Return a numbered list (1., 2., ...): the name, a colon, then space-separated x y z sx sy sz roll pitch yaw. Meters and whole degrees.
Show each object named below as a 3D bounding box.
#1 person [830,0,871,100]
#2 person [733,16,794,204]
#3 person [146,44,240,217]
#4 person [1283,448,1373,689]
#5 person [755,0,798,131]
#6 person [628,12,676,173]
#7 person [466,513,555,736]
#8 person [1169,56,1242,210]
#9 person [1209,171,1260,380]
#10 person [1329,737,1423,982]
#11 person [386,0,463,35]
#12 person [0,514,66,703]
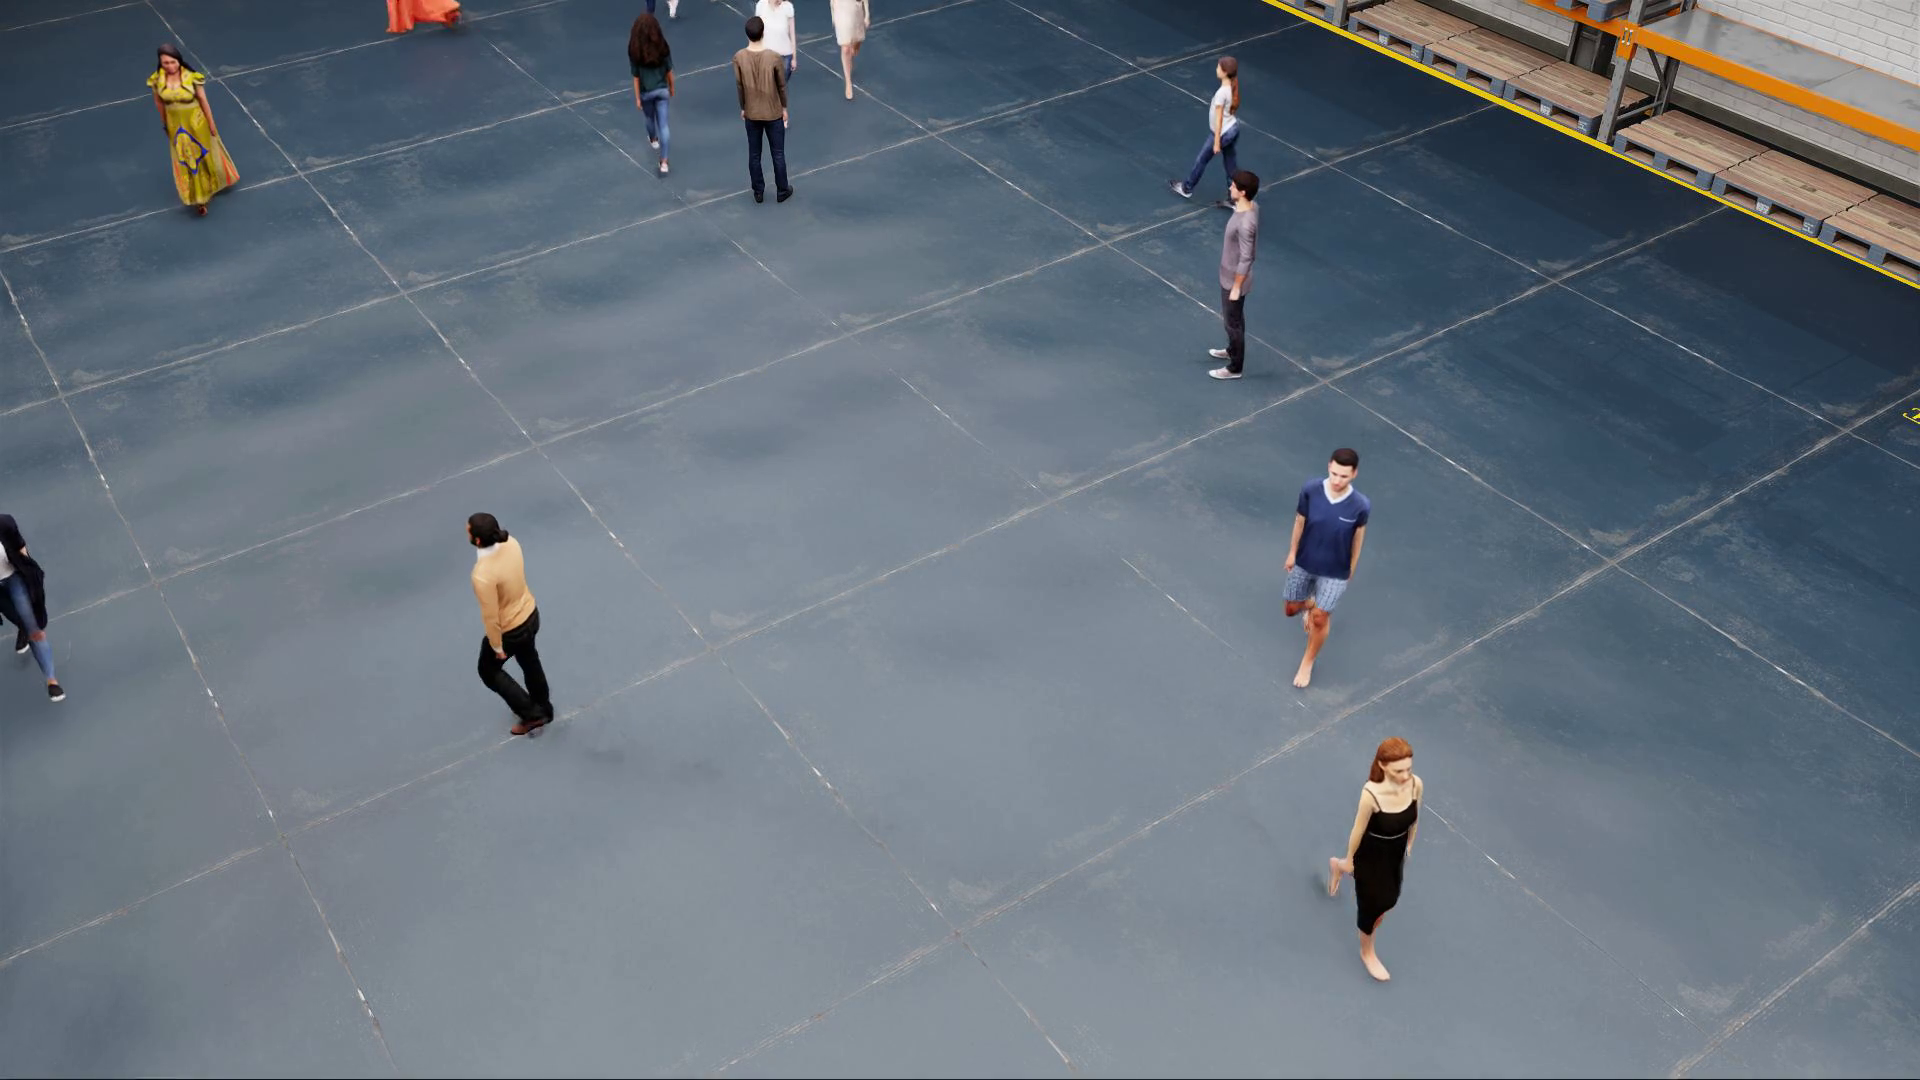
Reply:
1. person: -1.245 -5.843 18.543 0.957 1.709 1.137 -1 39 -1
2. person: -1.939 -4.227 16.377 0.743 1.888 0.781 2 39 3
3. person: -7.615 -4.125 16.454 0.940 1.633 1.273 -13 40 -16
4. person: 2.414 0.102 10.999 0.960 1.834 0.930 18 42 21
5. person: -1.962 -5.172 17.710 0.737 1.701 0.806 3 39 4
6. person: -3.119 -4.546 17.024 0.852 1.578 1.141 -9 40 -11
7. person: -2.778 0.550 10.513 0.830 1.741 0.789 12 40 14
8. person: 2.647 -3.967 16.340 1.060 1.528 0.775 24 44 27
9. person: 2.321 -2.218 13.891 0.786 1.851 0.722 6 39 7
10. person: 2.280 1.670 9.222 0.707 1.602 1.020 -14 41 -17
11. person: -6.488 -6.861 19.770 1.109 1.770 1.197 -2 39 -2
12. person: -6.318 0.256 10.997 0.735 1.598 1.251 -16 41 -19
